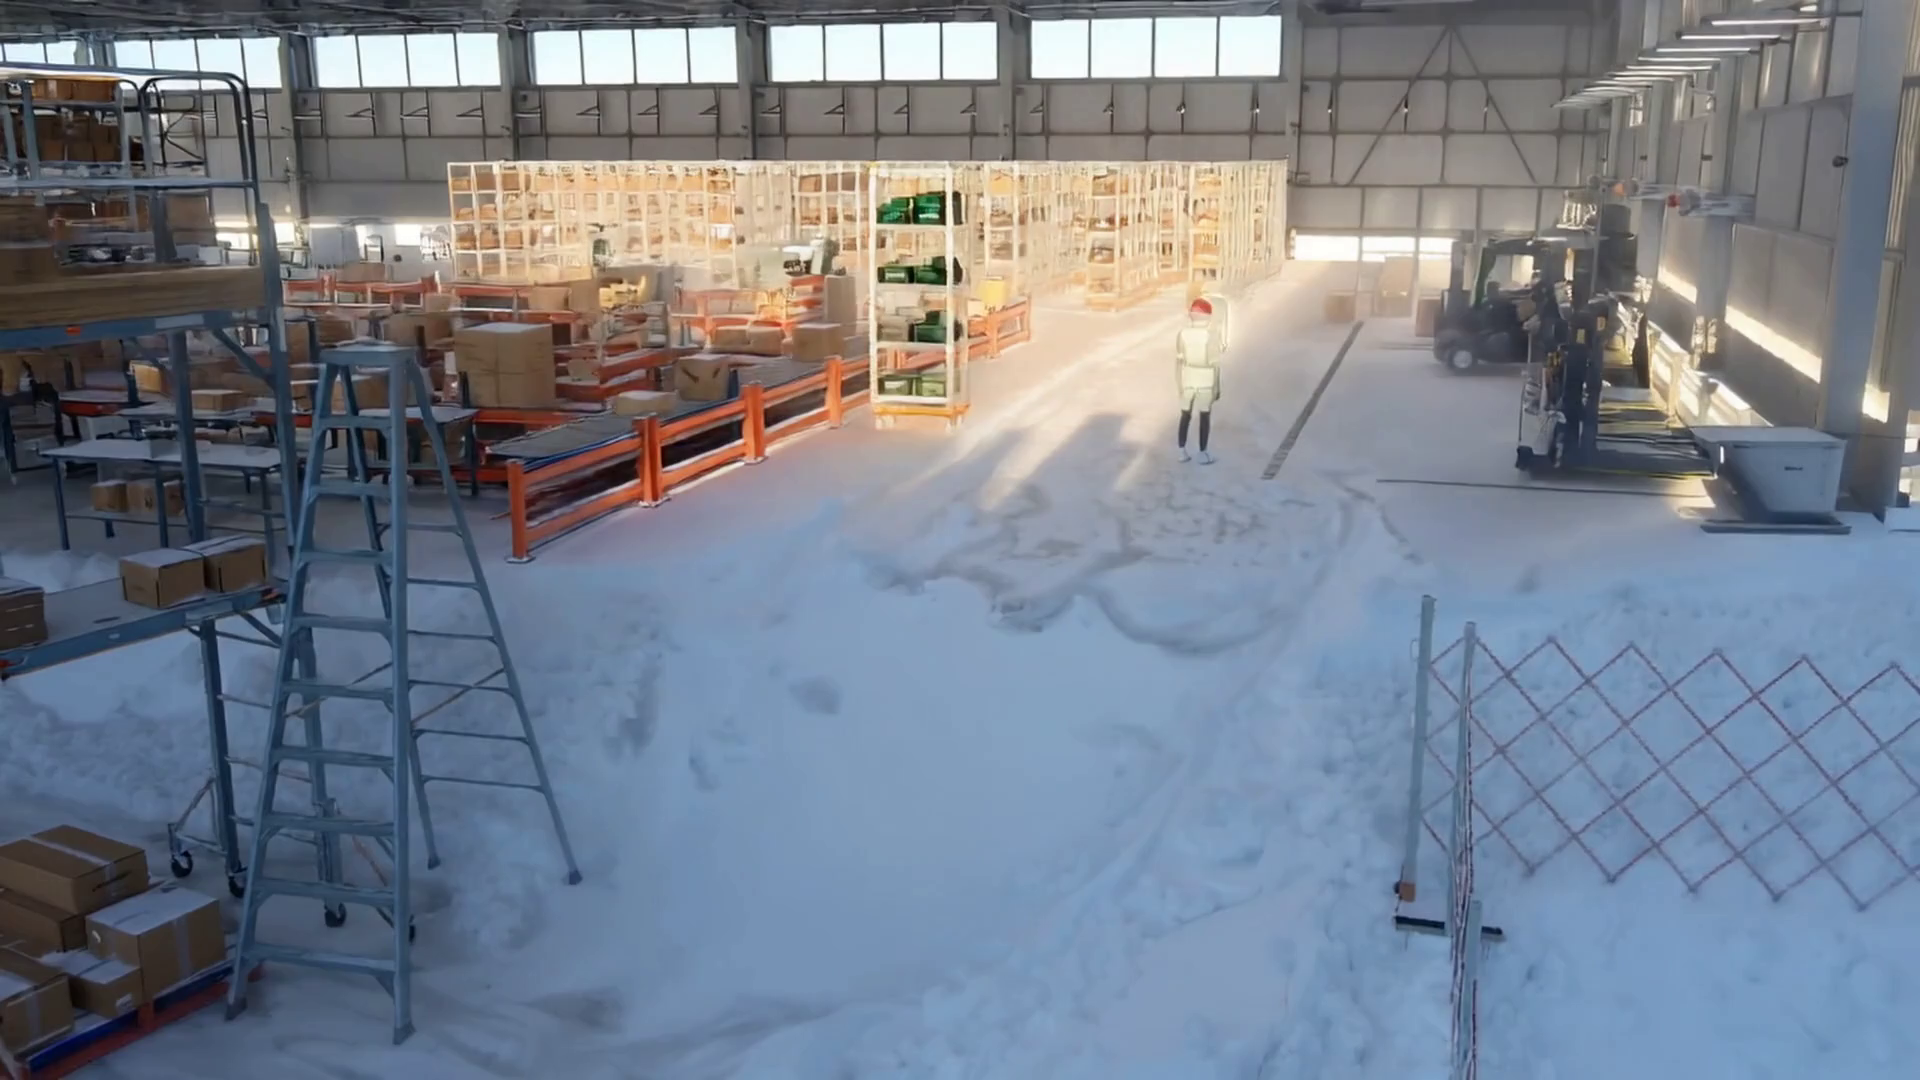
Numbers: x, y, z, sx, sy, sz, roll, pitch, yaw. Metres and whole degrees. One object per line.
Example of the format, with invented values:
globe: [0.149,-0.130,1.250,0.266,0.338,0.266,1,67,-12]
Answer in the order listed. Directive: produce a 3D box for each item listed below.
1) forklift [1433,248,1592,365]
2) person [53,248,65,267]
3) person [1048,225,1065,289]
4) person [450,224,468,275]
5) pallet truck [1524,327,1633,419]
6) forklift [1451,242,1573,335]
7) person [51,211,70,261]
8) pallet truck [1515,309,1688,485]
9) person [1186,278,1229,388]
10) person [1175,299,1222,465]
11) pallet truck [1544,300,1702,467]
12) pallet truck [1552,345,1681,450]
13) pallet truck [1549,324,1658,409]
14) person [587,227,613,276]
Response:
forklift: [9.780,-4.111,29.280,2.680,1.987,1.157,3,13,14]
person: [-19.929,-5.617,36.996,0.676,1.743,0.541,1,13,5]
person: [2.637,-8.093,47.578,0.848,1.818,0.577,6,15,26]
person: [-15.833,-9.203,52.366,0.821,1.801,0.621,3,13,11]
pallet truck: [9.065,-2.460,24.370,1.522,1.261,0.704,3,13,14]
forklift: [10.464,-4.597,31.405,2.680,1.987,1.157,4,14,16]
person: [-29.417,-9.716,54.239,0.617,1.970,0.747,3,13,14]
pallet truck: [7.554,-1.677,19.446,1.885,1.965,0.823,3,13,14]
person: [3.895,-3.152,26.081,0.659,1.878,0.764,-3,13,-12]
person: [2.951,-1.949,20.547,0.608,2.034,0.406,8,15,32]
pallet truck: [8.263,-1.952,20.631,1.885,1.965,0.823,5,14,20]
pallet truck: [8.641,-1.896,21.908,1.630,1.274,0.653,4,14,16]
pallet truck: [9.824,-2.669,25.407,1.601,1.201,0.680,4,14,16]
person: [-9.420,-7.218,43.521,0.653,1.920,0.710,-2,13,-10]
